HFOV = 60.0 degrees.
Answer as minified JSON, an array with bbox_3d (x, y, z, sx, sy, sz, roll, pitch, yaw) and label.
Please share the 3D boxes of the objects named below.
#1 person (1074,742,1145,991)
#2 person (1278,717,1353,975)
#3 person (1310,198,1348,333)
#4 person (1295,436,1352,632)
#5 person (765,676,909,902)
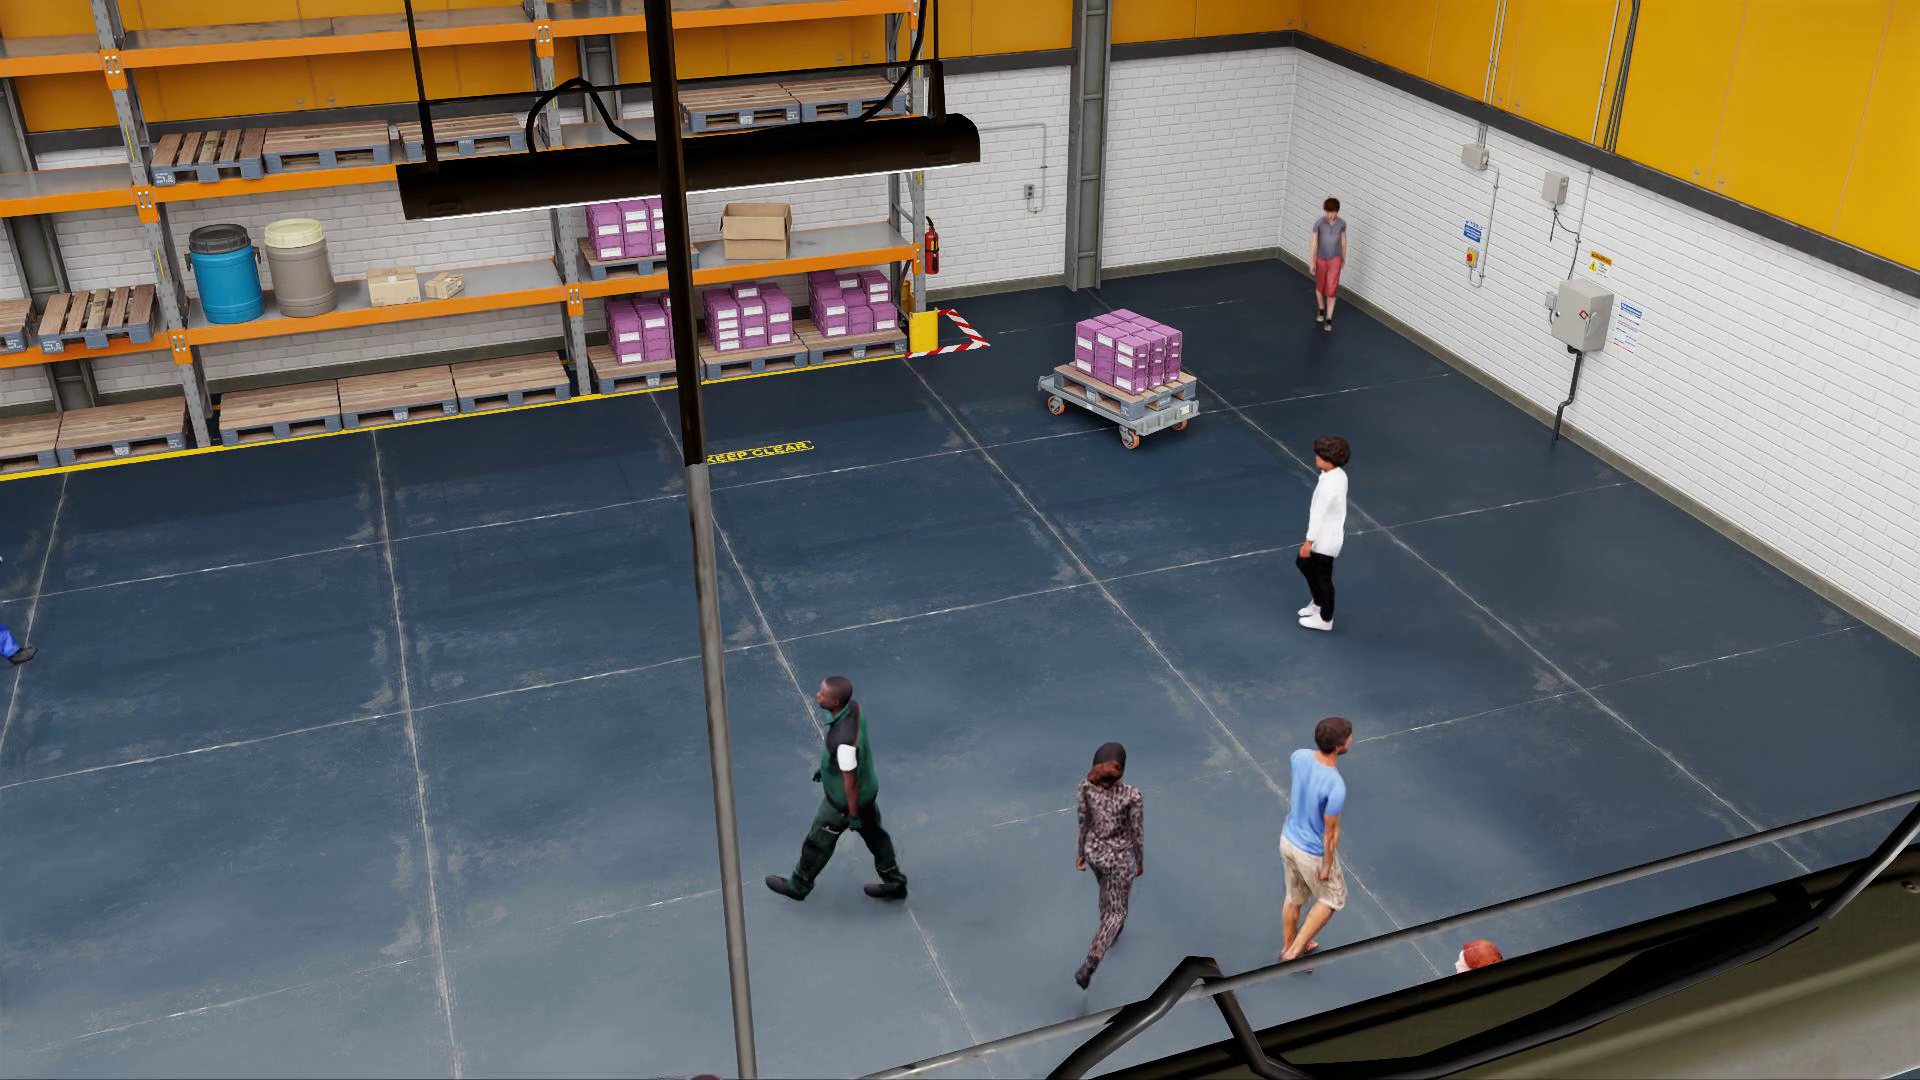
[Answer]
[{"bbox_3d":[0.903,2.022,10.288,1.030,1.688,1.126,14,32,24],"label":"person"},{"bbox_3d":[2.106,1.916,10.315,0.769,1.848,0.700,-15,32,-25],"label":"person"},{"bbox_3d":[4.504,-3.421,20.346,0.978,1.613,0.951,6,29,10],"label":"person"},{"bbox_3d":[3.138,-0.029,13.935,0.795,1.797,0.750,9,30,16],"label":"person"},{"bbox_3d":[-0.632,1.673,10.833,1.287,1.780,1.033,3,29,5],"label":"person"}]
